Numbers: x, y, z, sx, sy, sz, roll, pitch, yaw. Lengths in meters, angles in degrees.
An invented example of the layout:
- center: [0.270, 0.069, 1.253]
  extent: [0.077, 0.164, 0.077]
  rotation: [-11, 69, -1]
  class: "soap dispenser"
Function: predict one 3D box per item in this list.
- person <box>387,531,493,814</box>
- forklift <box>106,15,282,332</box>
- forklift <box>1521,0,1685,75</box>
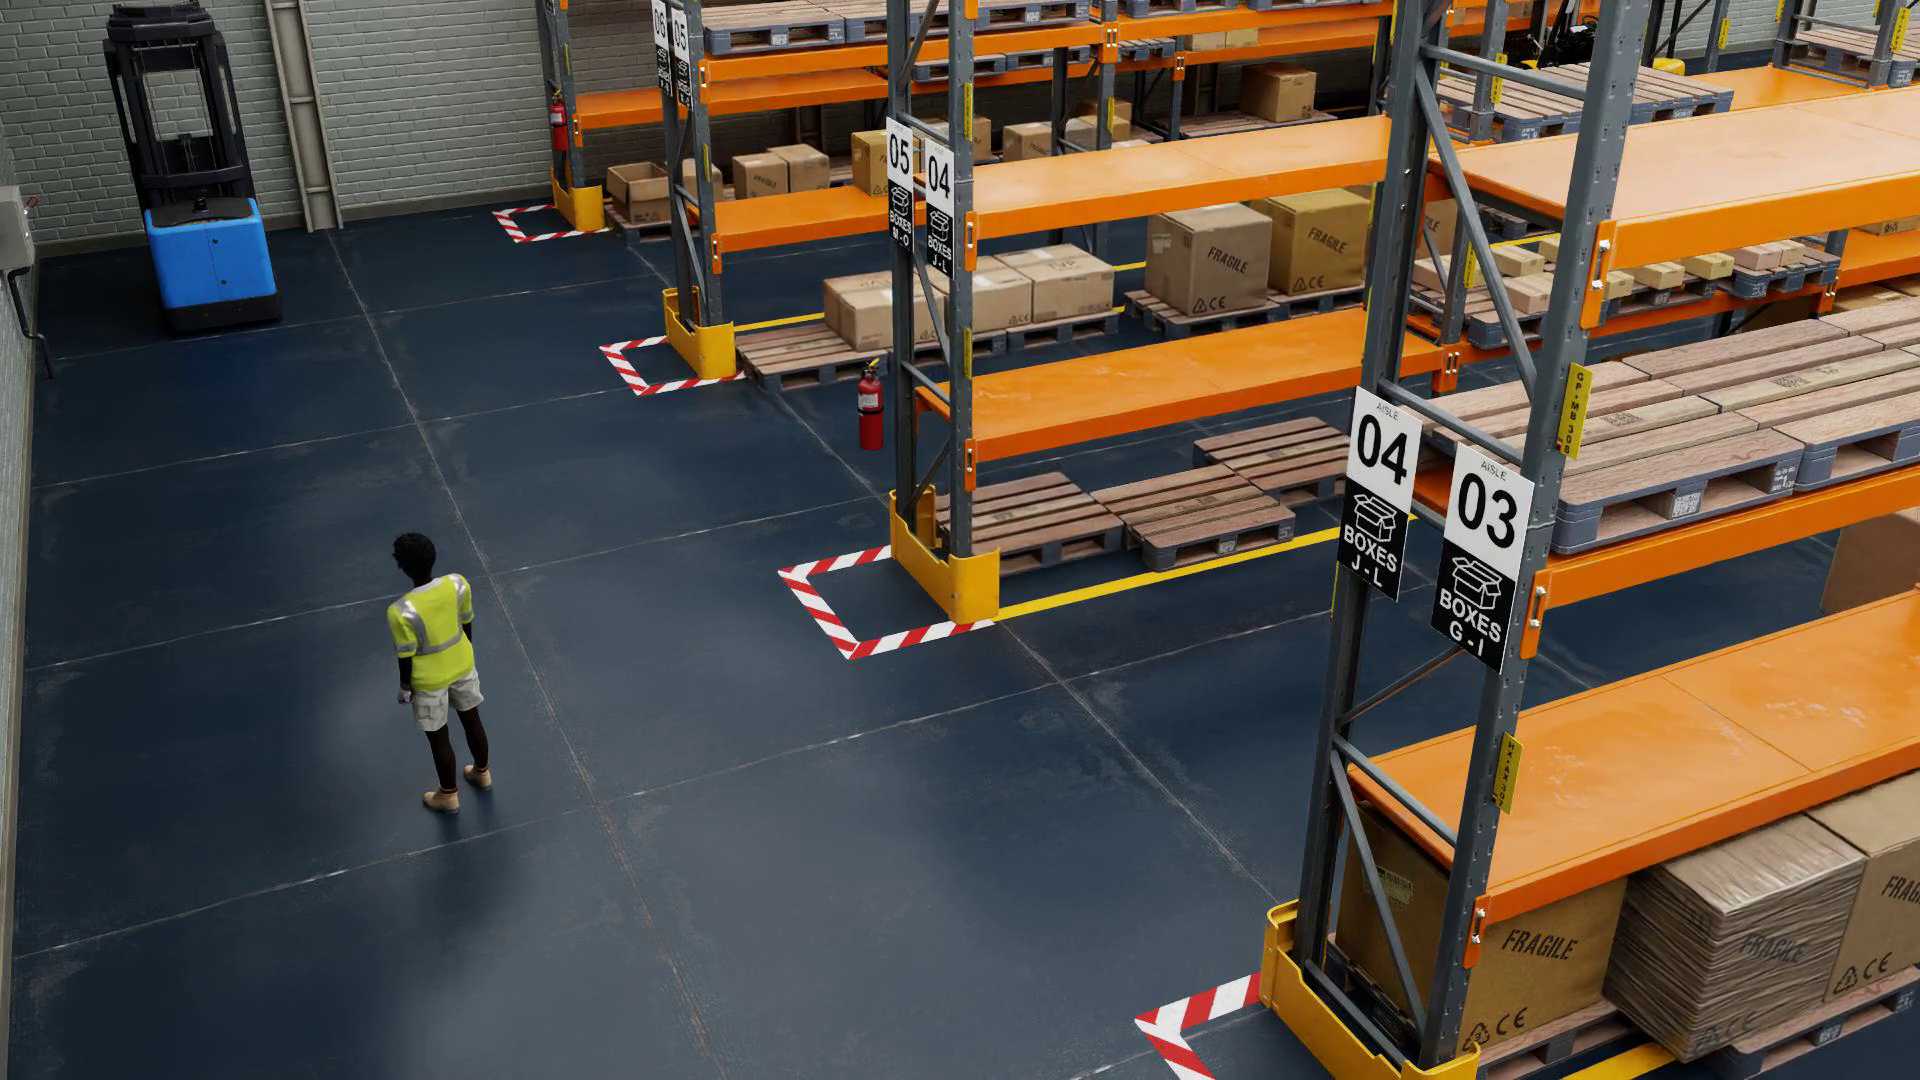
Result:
- center: [-2.872, 0.728, 9.160]
  extent: [0.319, 1.692, 0.532]
  rotation: [17, 32, 30]
  class: "person"
- center: [-7.548, -3.672, 16.323]
  extent: [1.129, 2.768, 1.873]
  rotation: [-12, 30, -22]
  class: "forklift"
- center: [8.950, -6.807, 23.056]
  extent: [1.214, 2.155, 2.313]
  rotation: [-12, 30, -22]
  class: "forklift"
